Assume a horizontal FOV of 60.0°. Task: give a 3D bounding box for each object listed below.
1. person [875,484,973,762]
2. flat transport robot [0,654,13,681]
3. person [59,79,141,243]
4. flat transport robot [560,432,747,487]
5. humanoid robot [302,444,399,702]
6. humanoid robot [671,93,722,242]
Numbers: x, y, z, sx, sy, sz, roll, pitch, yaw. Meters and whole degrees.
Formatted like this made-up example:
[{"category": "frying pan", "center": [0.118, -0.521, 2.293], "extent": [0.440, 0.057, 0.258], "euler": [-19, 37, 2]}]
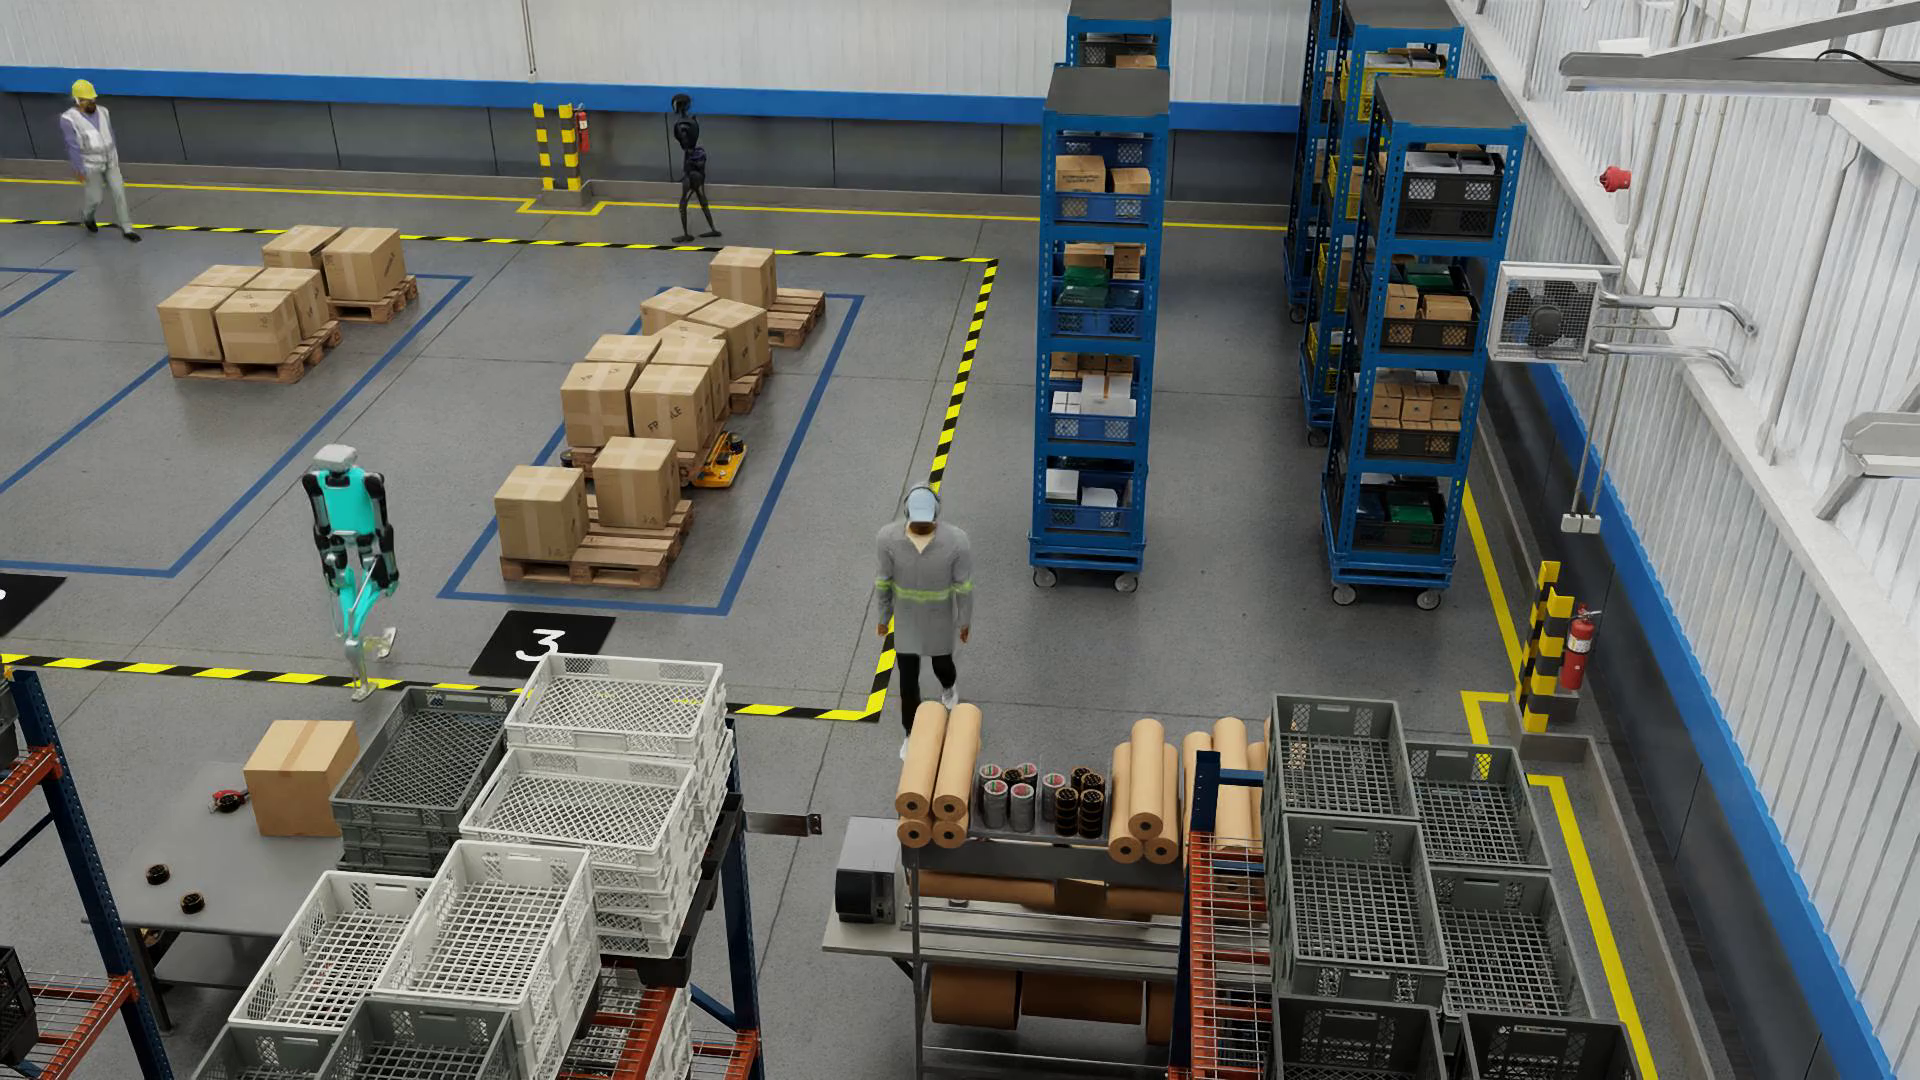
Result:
[{"category": "person", "center": [-0.228, 0.456, 10.330], "extent": [0.607, 1.835, 0.686], "euler": [4, 30, 7]}, {"category": "flat transport robot", "center": [-7.142, 0.969, 11.010], "extent": [1.431, 0.231, 0.659], "euler": [3, 30, 6]}, {"category": "person", "center": [-9.529, -4.176, 18.312], "extent": [0.661, 1.809, 0.593], "euler": [17, 34, 27]}, {"category": "flat transport robot", "center": [-2.554, -0.707, 13.861], "extent": [1.431, 0.197, 0.652], "euler": [3, 30, 6]}, {"category": "humanoid robot", "center": [-3.957, 0.276, 10.751], "extent": [0.547, 1.730, 1.030], "euler": [4, 30, 6]}, {"category": "humanoid robot", "center": [-2.972, -4.108, 18.337], "extent": [0.556, 1.636, 0.594], "euler": [-2, 30, -3]}]
